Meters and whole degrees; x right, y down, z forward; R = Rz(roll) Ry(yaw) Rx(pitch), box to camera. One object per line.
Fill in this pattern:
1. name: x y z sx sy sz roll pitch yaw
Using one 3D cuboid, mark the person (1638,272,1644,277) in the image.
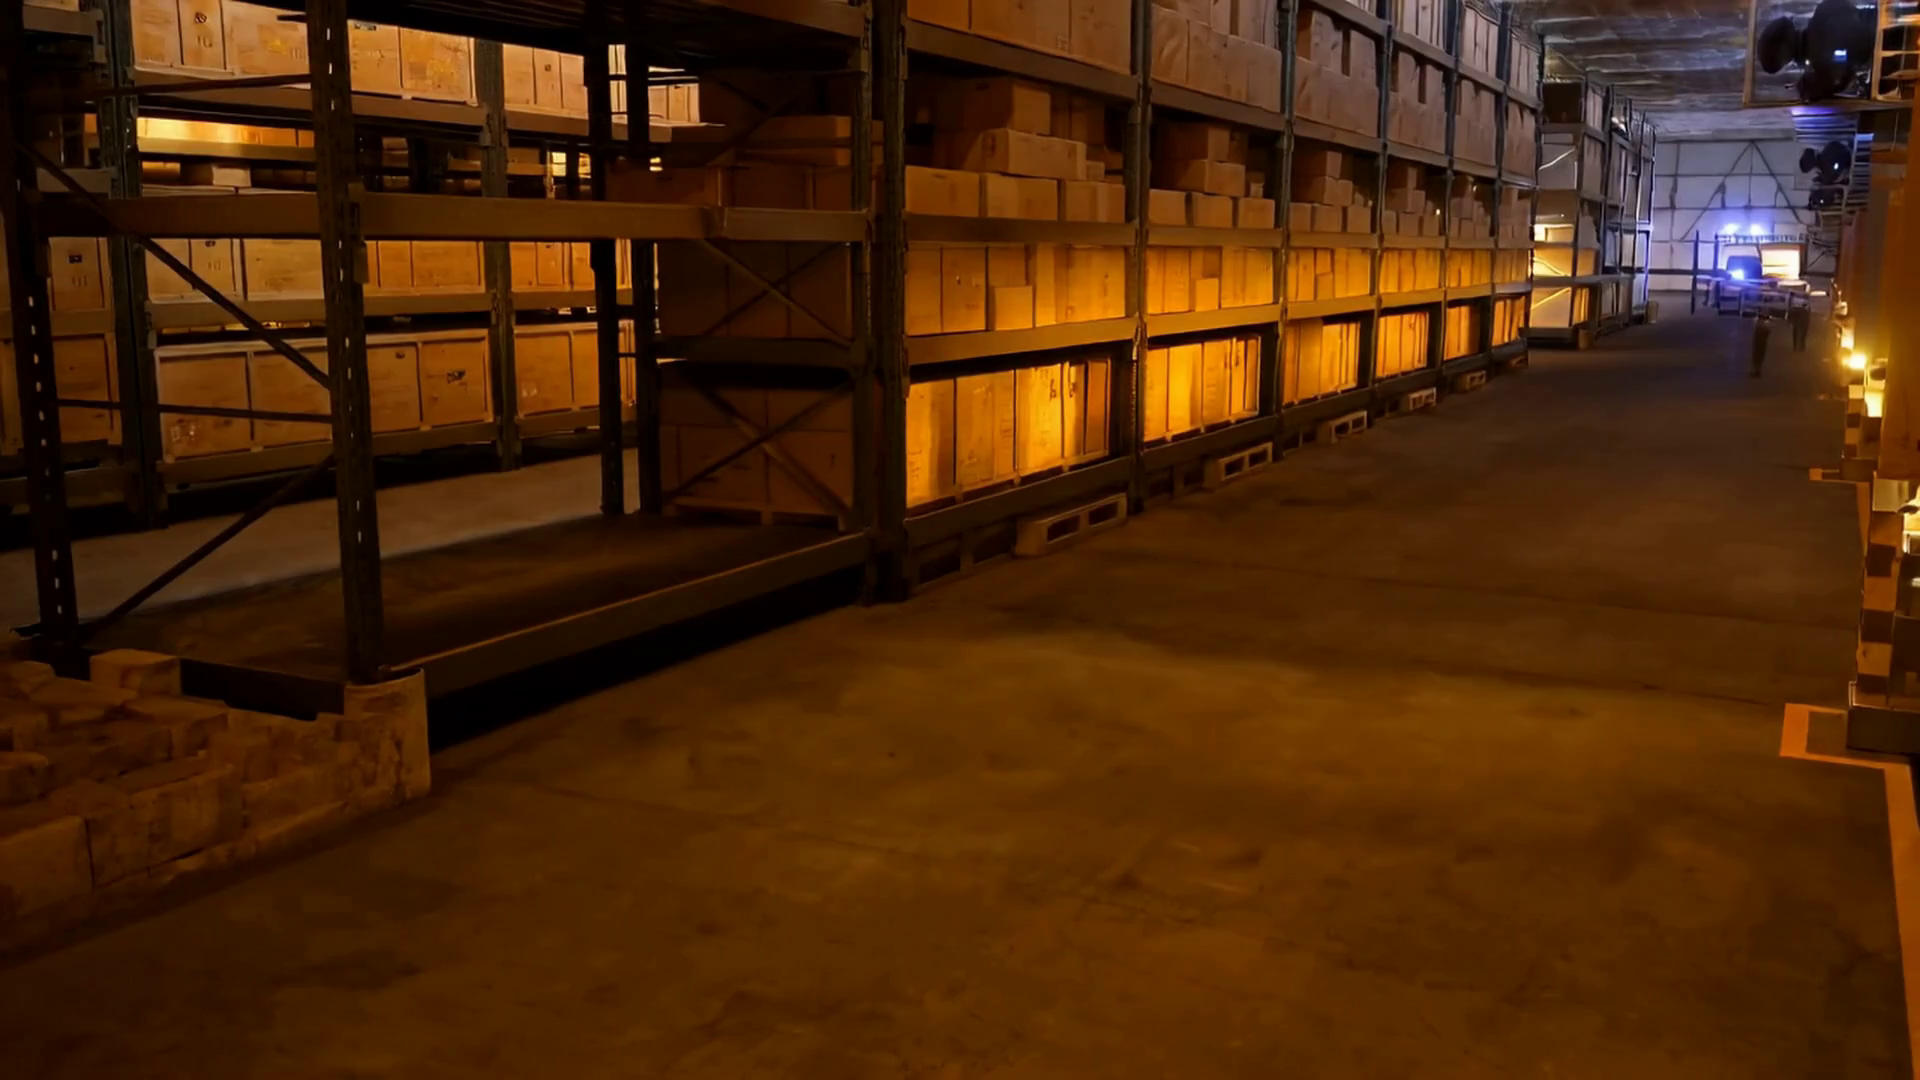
1. person: 36.357 -13.967 88.827 0.508 1.629 0.316 3 10 16
